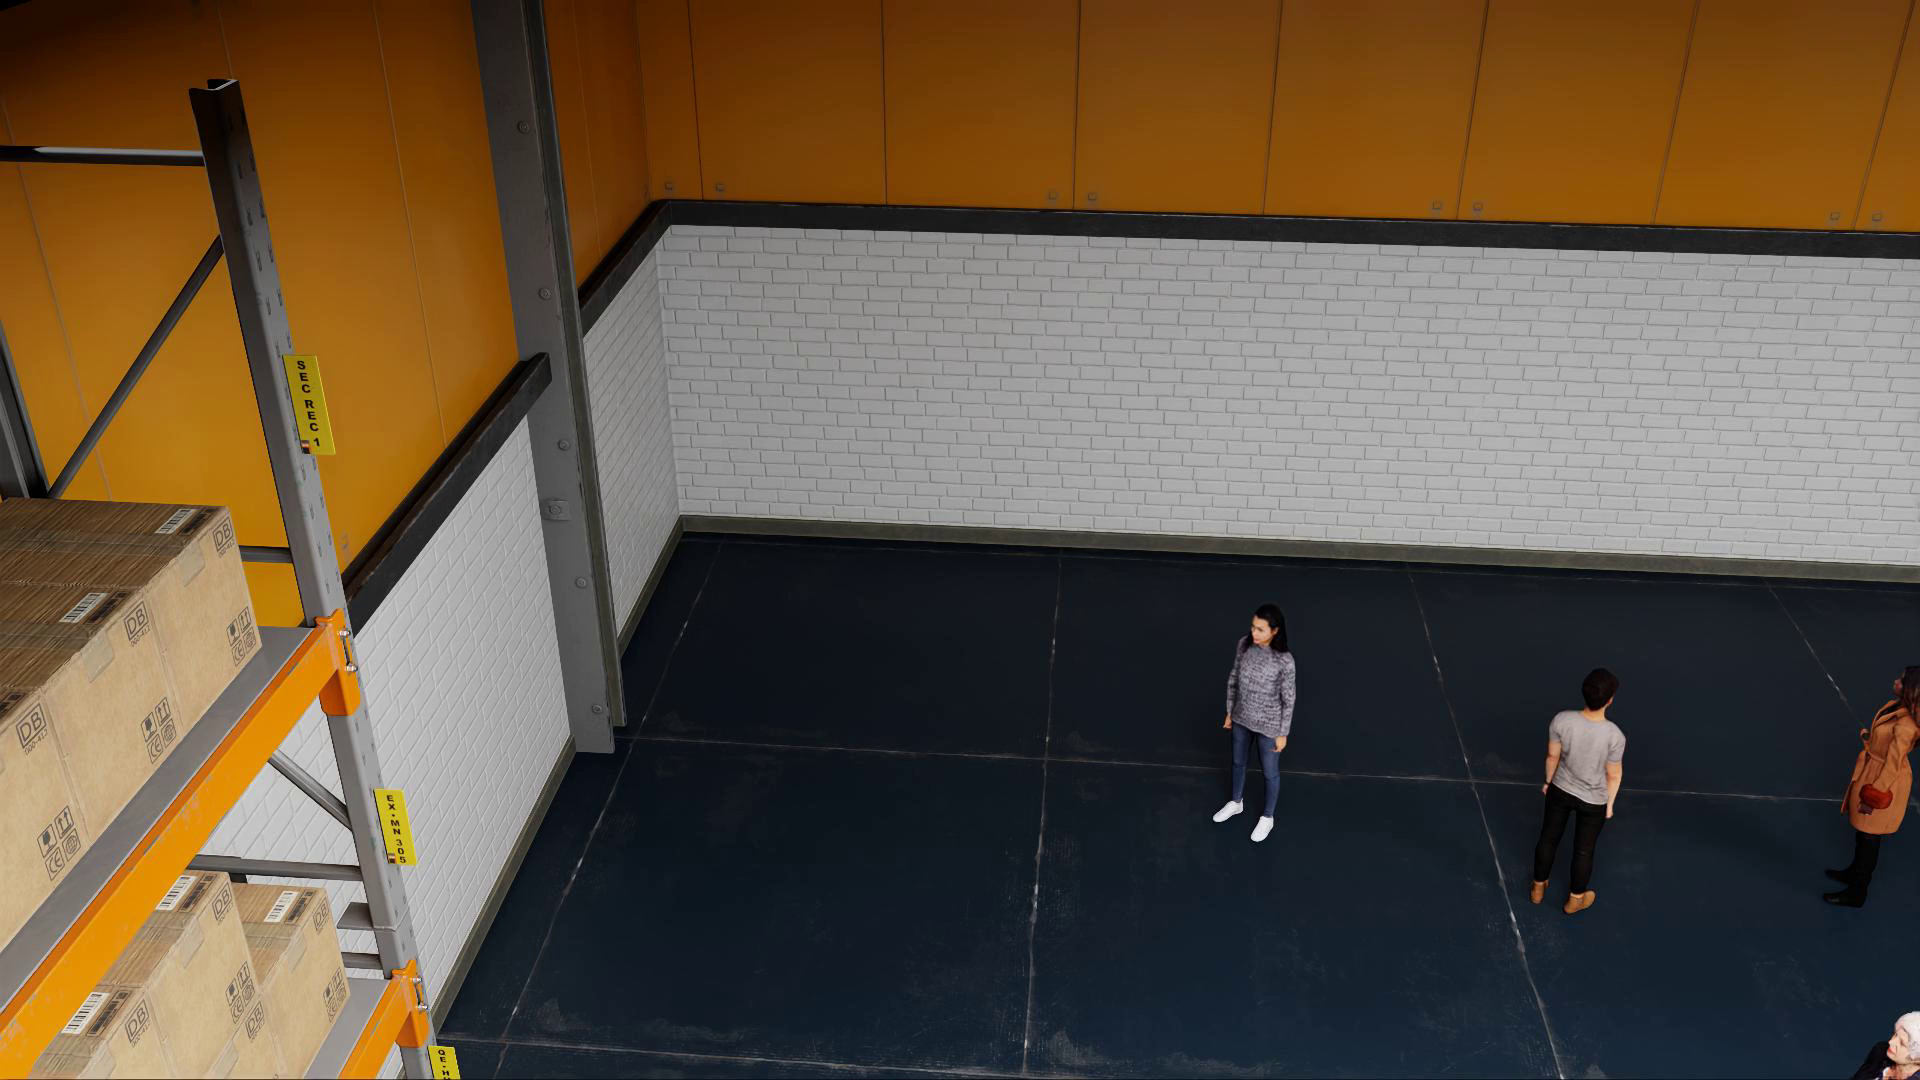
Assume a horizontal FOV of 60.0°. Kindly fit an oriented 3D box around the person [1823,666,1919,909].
[{"bbox_3d":[5.673,1.510,10.236,0.826,1.720,0.684,15,32,26],"label":"person"}]

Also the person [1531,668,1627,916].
[{"bbox_3d":[3.789,1.532,10.192,0.687,1.724,0.702,20,35,32],"label":"person"}]

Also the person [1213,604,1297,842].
[{"bbox_3d":[1.955,1.169,10.850,0.695,1.731,0.723,23,36,36],"label":"person"}]
